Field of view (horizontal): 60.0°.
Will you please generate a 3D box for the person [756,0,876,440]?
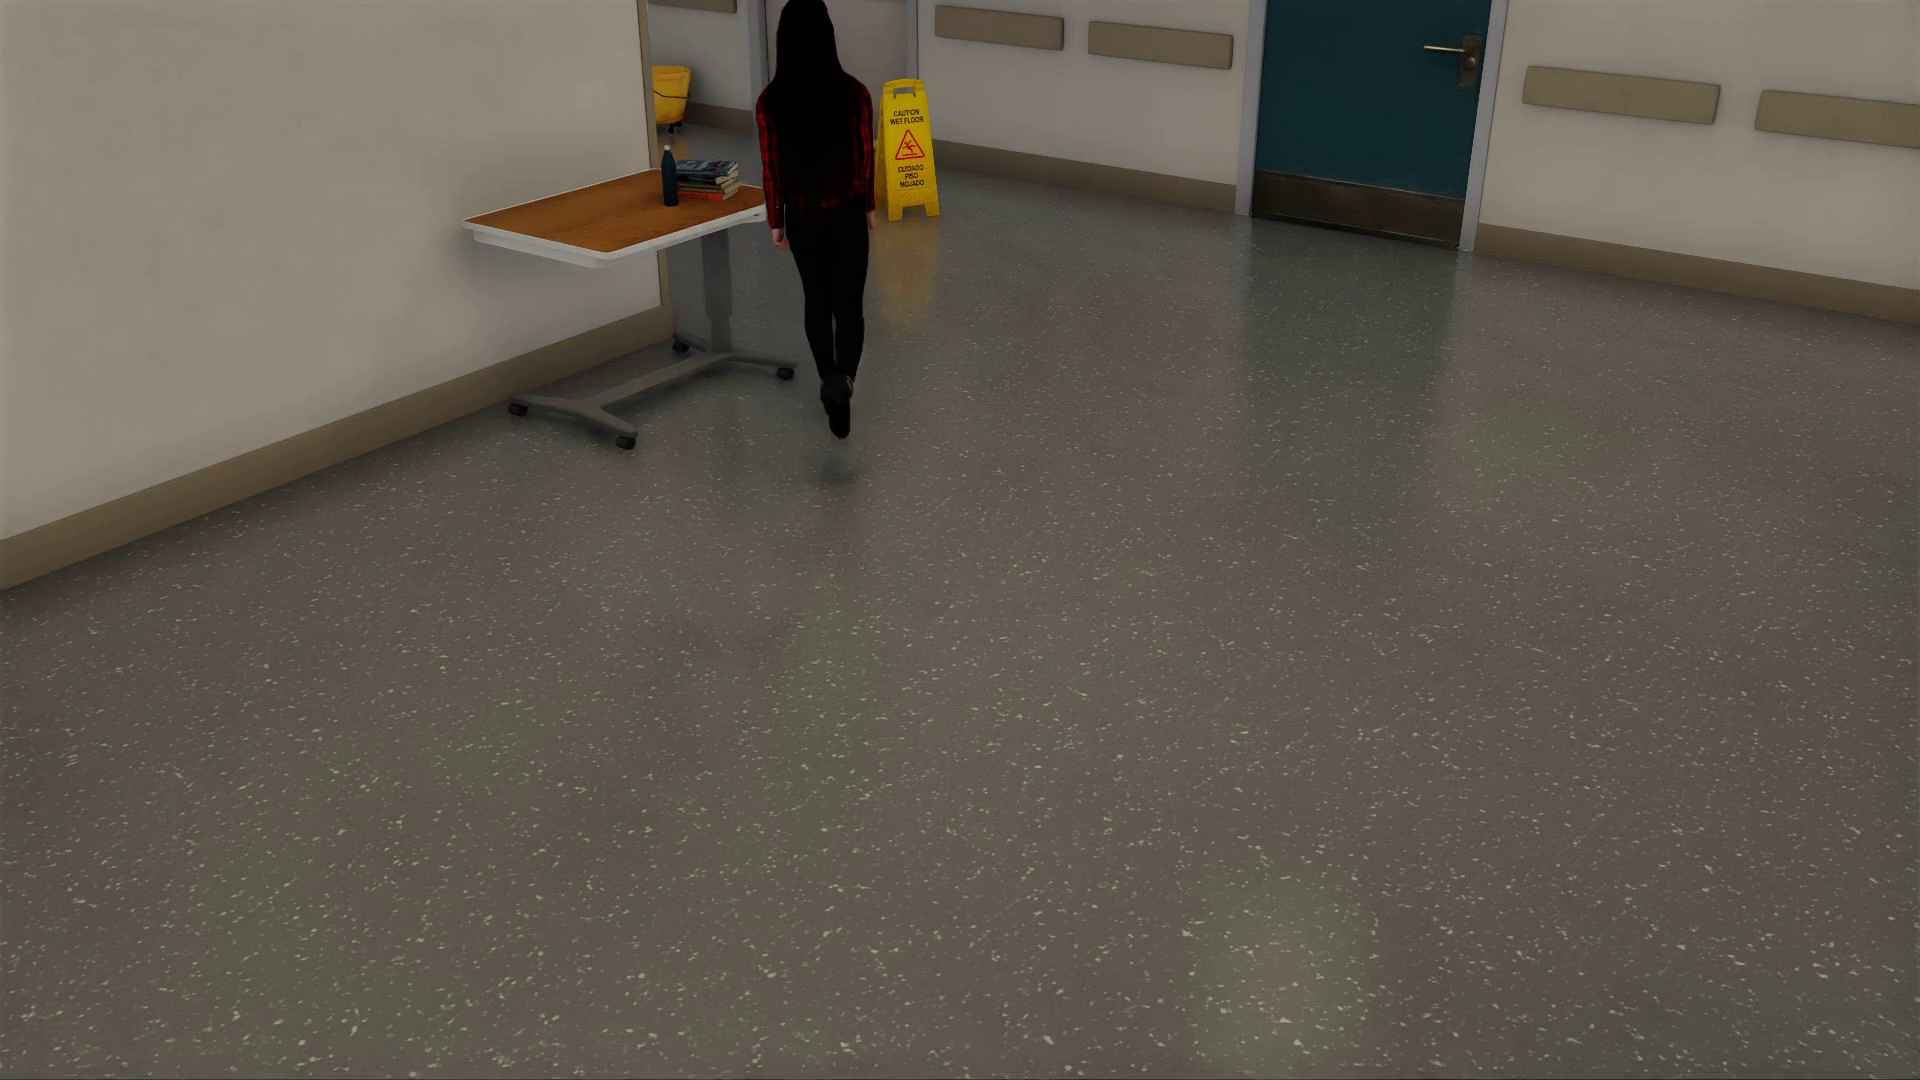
[{"bbox_3d":[-0.496,-1.160,6.253,0.999,1.629,1.023,-2,26,-4],"label":"person"}]
